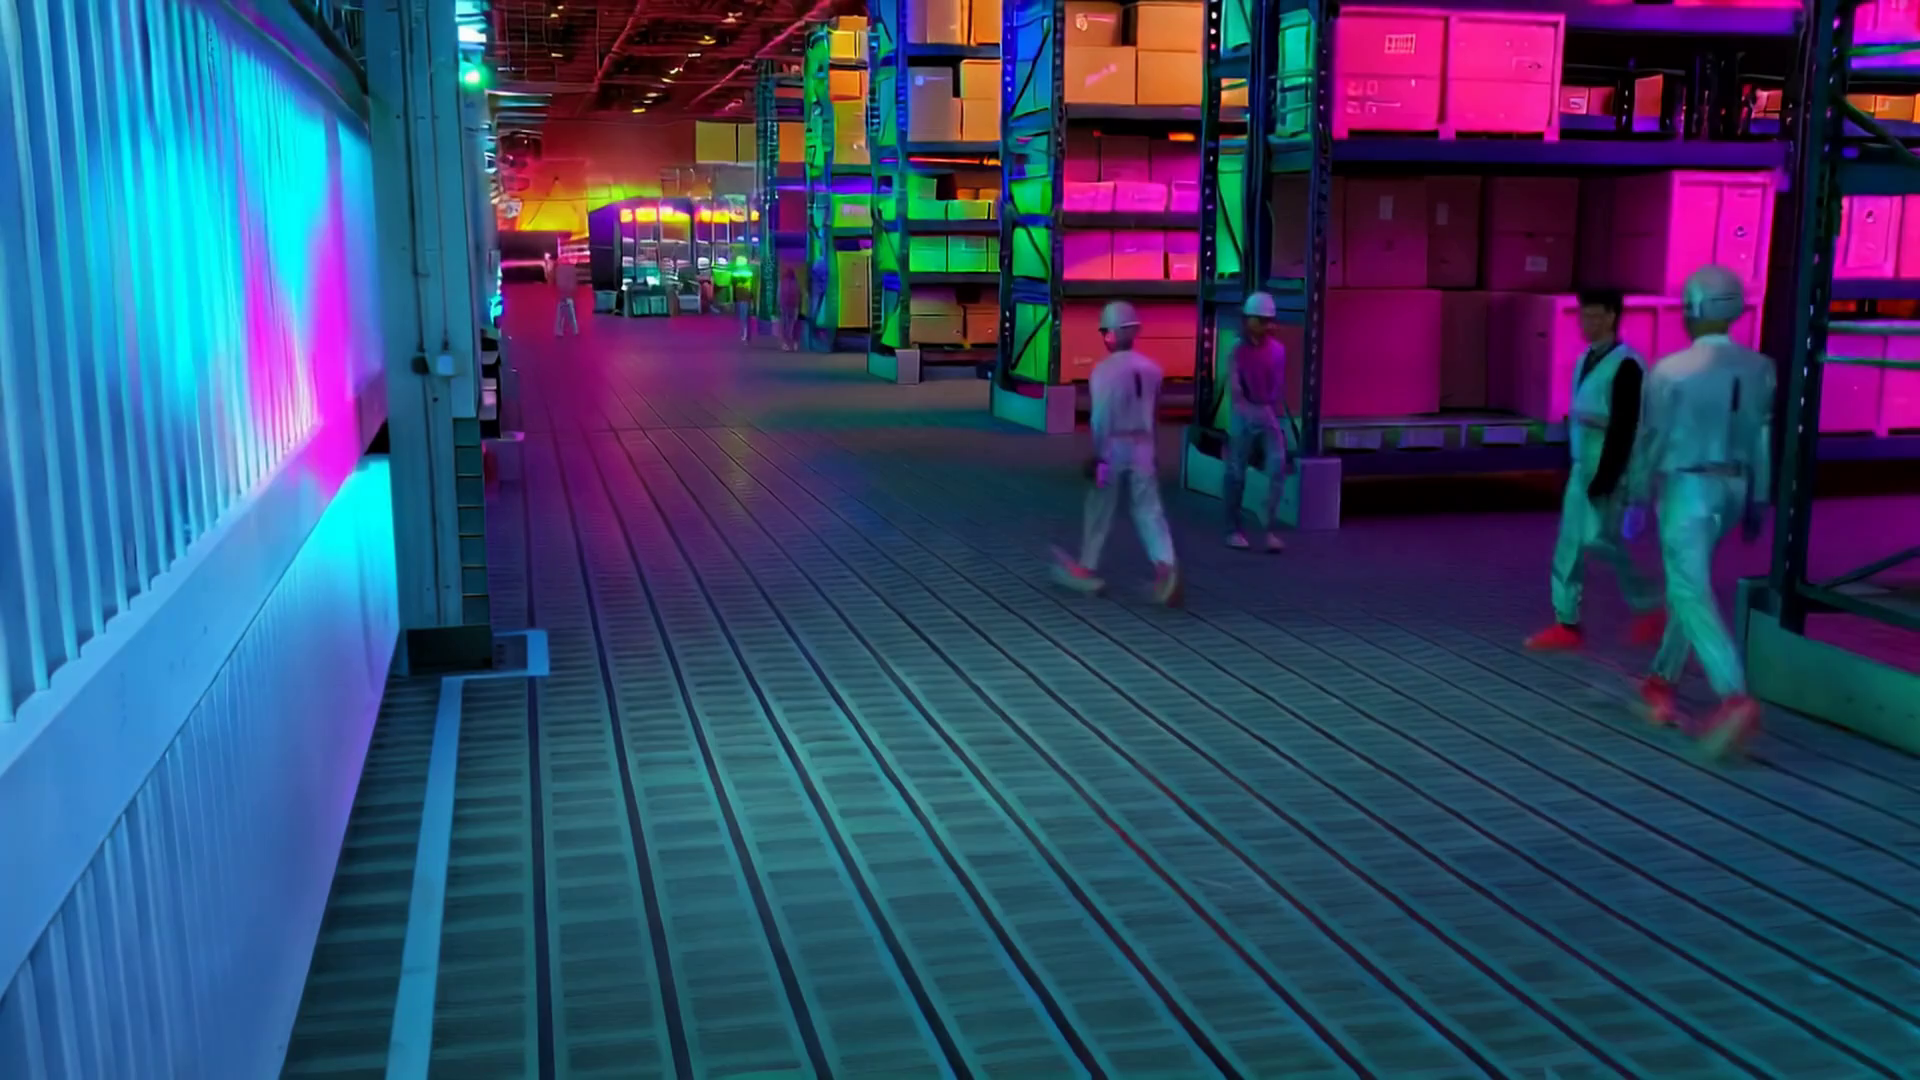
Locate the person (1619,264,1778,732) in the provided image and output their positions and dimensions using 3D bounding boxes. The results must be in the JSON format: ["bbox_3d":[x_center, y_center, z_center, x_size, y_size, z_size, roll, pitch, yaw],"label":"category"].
[{"bbox_3d":[3.177,-0.190,7.077,0.625,1.958,0.994,-2,10,-13],"label":"person"}]

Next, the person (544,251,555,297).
[{"bbox_3d":[-16.354,-10.588,66.297,0.381,1.836,0.562,7,12,35],"label":"person"}]

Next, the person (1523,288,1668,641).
[{"bbox_3d":[3.280,-0.354,8.393,0.660,1.826,0.575,0,10,-2],"label":"person"}]

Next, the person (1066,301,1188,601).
[{"bbox_3d":[0.983,-0.508,9.556,0.573,1.718,0.847,-8,13,-39],"label":"person"}]

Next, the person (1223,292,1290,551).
[{"bbox_3d":[1.965,-0.774,11.046,0.493,1.721,0.618,-3,11,-18],"label":"person"}]

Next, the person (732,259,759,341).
[{"bbox_3d":[-4.549,-5.088,35.402,0.552,1.729,0.825,-3,10,-17],"label":"person"}]

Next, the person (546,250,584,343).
[{"bbox_3d":[-8.297,-5.083,34.822,0.716,1.920,1.009,-7,12,-35],"label":"person"}]

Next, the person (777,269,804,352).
[{"bbox_3d":[-3.267,-4.424,32.079,0.551,1.593,0.885,-3,10,-14],"label":"person"}]
